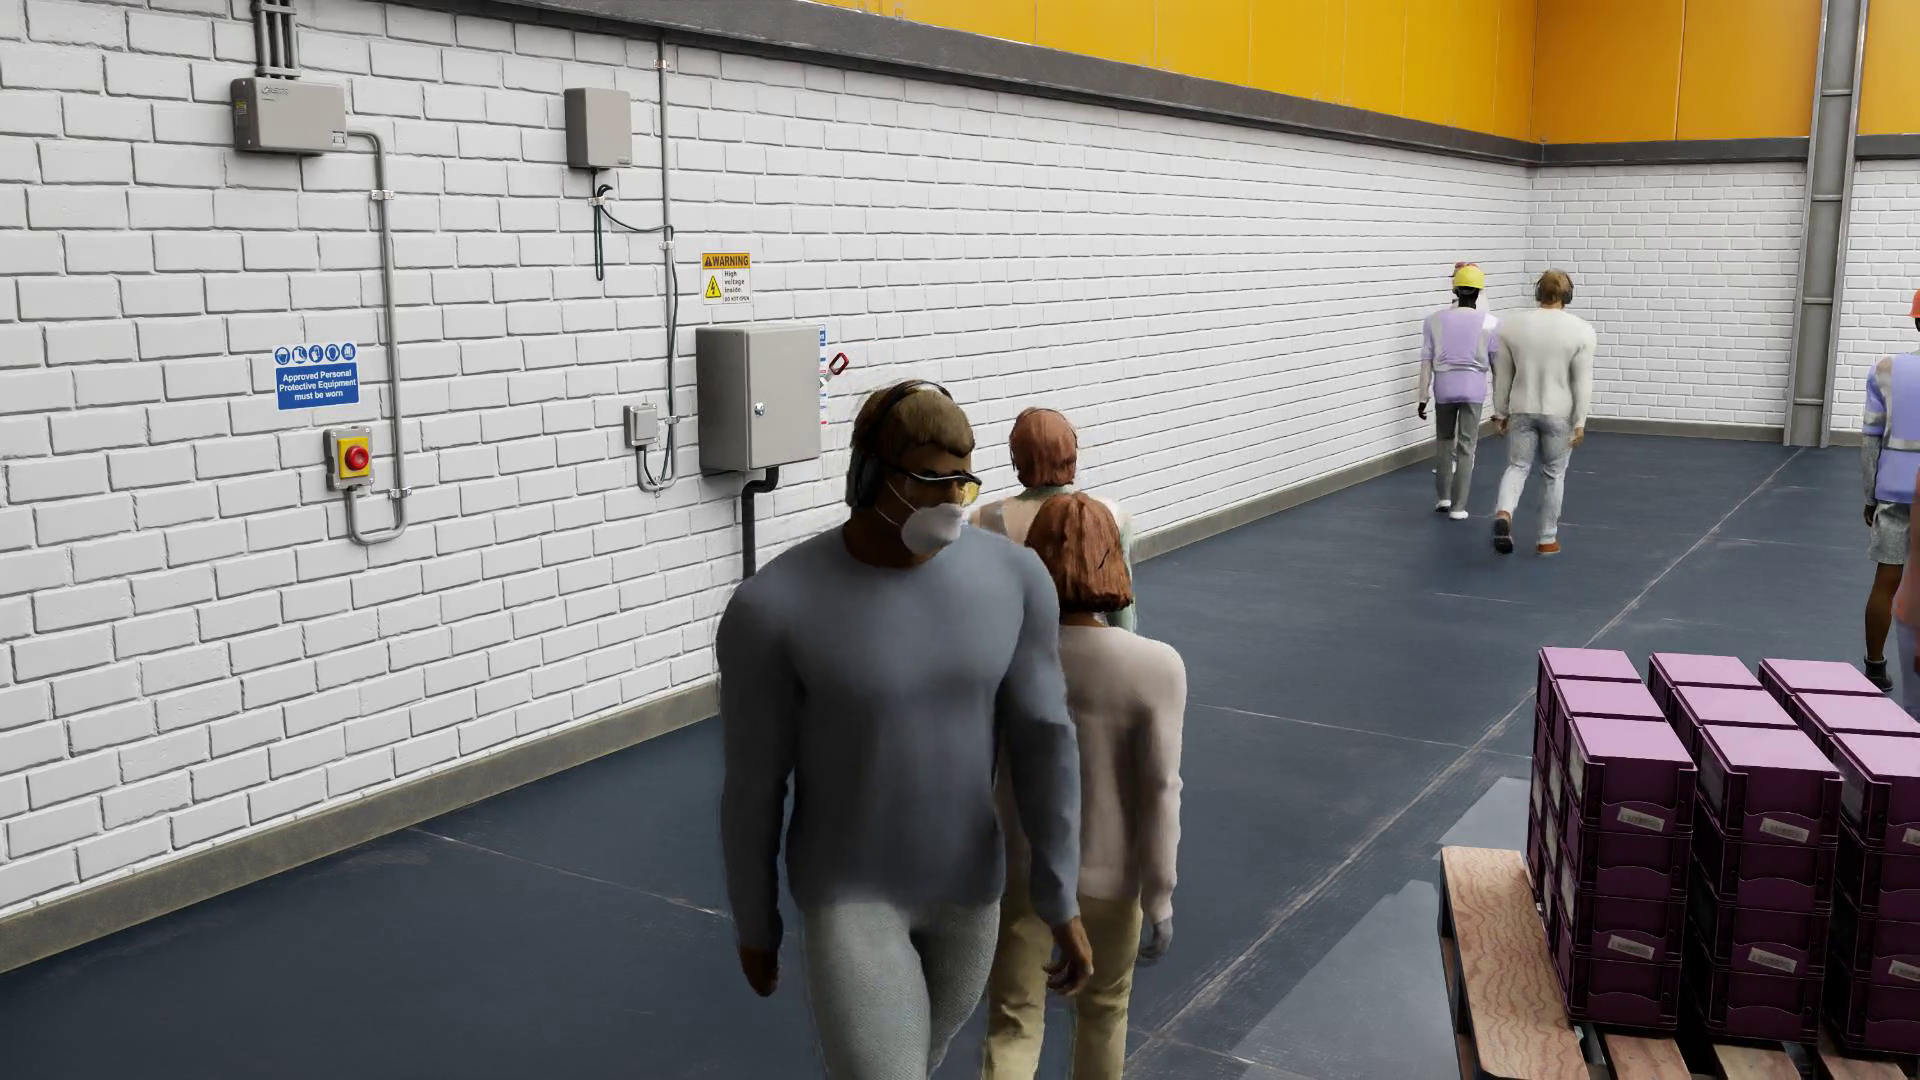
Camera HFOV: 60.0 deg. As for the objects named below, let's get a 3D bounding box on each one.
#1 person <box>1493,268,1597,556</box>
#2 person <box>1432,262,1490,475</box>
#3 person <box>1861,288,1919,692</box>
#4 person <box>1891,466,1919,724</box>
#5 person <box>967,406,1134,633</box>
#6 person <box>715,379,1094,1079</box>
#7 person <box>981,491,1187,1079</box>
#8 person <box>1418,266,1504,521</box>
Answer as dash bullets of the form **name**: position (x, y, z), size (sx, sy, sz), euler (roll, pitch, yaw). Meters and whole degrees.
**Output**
- **person**: position (3.790, -0.811, 10.899), size (0.634, 1.924, 0.701), euler (7, 13, 35)
- **person**: position (4.498, -1.537, 14.958), size (0.407, 1.908, 0.641), euler (6, 12, 30)
- **person**: position (4.362, -0.213, 7.523), size (0.347, 1.943, 0.545), euler (-9, 14, -42)
- **person**: position (3.200, 0.277, 5.358), size (0.576, 1.752, 0.328), euler (-10, 14, -43)
- **person**: position (0.266, 0.417, 4.925), size (0.521, 1.619, 0.686), euler (0, 10, -1)
- **person**: position (-0.105, 0.646, 2.991), size (0.616, 1.878, 1.021), euler (-5, 11, -27)
- **person**: position (0.192, 0.702, 3.404), size (0.513, 1.600, 0.824), euler (2, 11, 13)
- **person**: position (3.811, -1.112, 12.599), size (0.608, 1.902, 0.661), euler (5, 11, 24)
